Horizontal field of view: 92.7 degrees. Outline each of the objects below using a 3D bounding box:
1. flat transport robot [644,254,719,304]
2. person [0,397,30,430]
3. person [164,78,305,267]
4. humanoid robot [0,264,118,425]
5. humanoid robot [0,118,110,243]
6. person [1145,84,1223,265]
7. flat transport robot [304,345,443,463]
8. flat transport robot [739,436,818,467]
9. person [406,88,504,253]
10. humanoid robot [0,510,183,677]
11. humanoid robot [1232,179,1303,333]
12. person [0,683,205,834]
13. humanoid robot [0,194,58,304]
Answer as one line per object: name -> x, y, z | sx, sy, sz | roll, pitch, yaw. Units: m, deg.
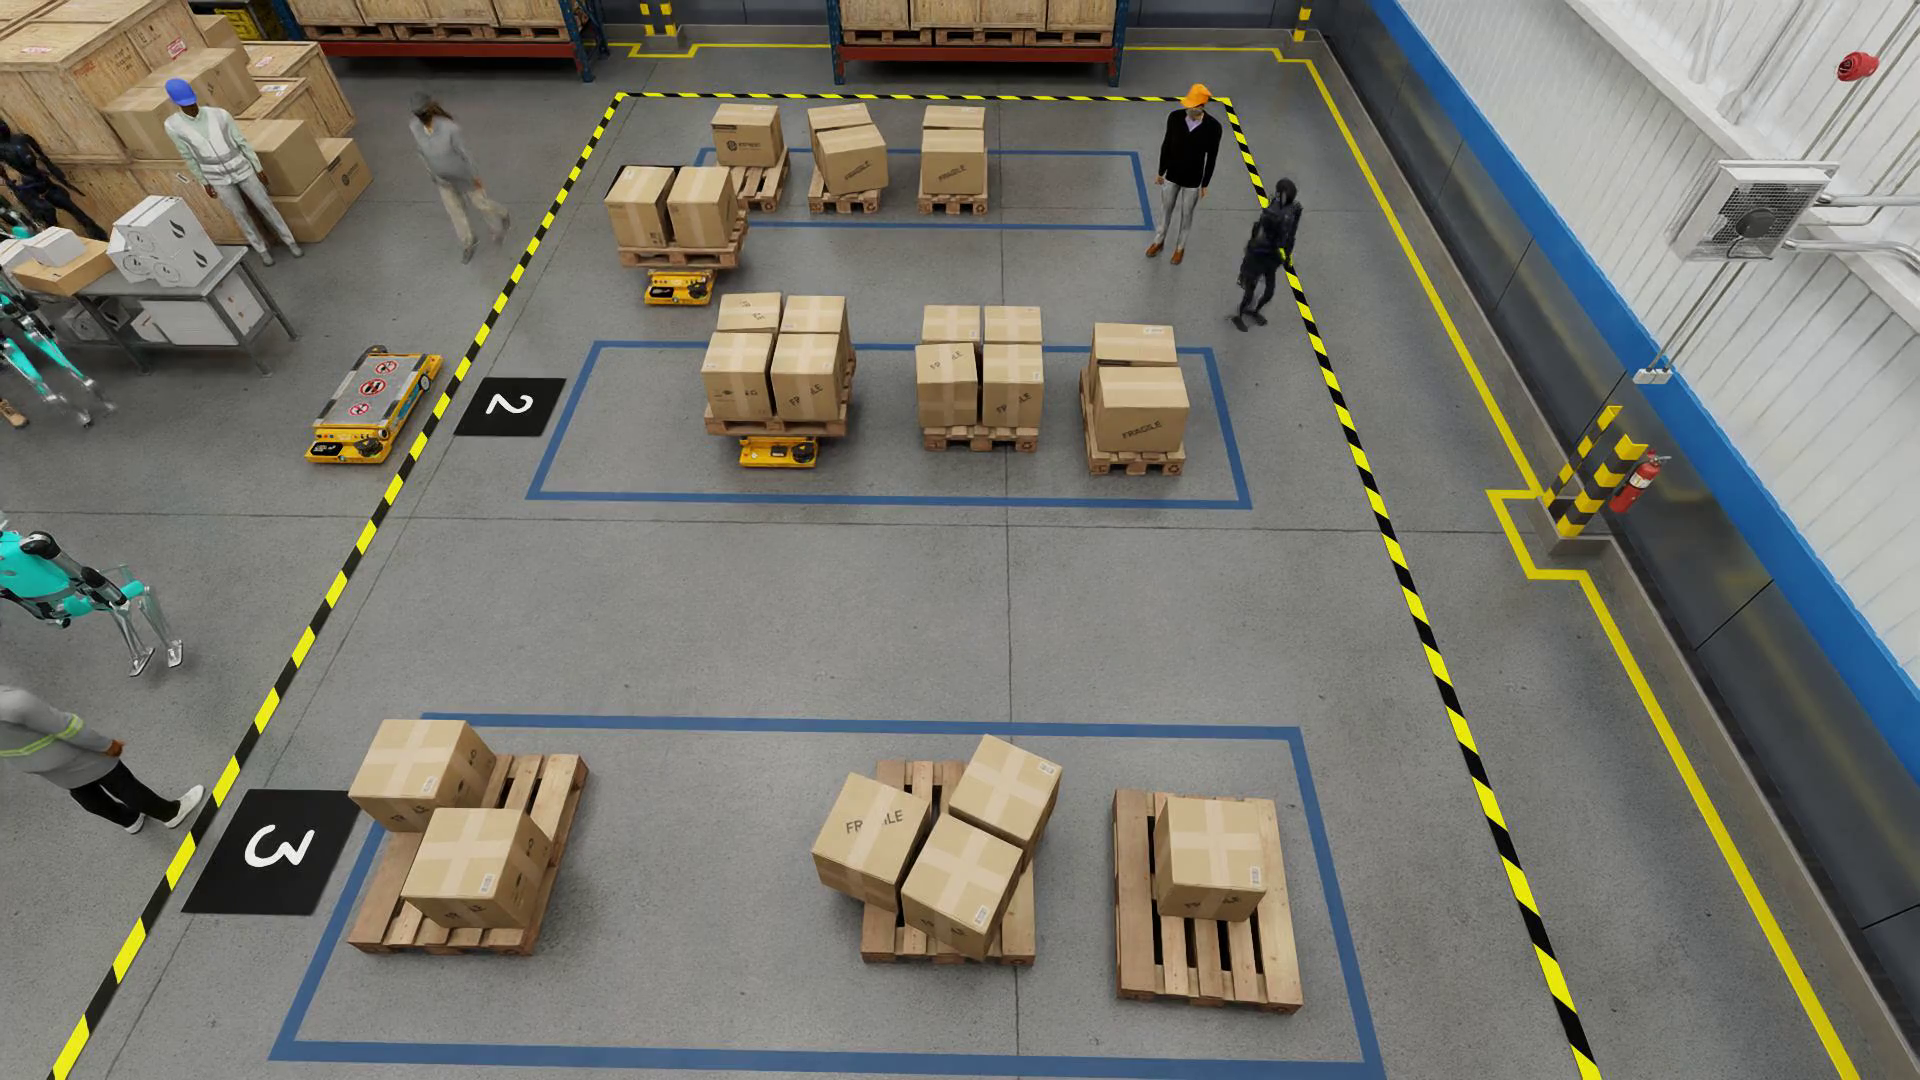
flat transport robot -> -2.940, -3.059, 9.937 | 0.652, 0.197, 1.431 | 1, 50, 1
person -> -8.751, -1.653, 7.615 | 0.398, 2.035, 0.598 | 27, 55, 21
person -> -7.532, -3.778, 9.472 | 0.602, 1.939, 0.412 | -30, 56, -23
humanoid robot -> -7.930, -1.657, 7.790 | 0.668, 1.767, 0.546 | 30, 56, 23
humanoid robot -> -9.442, -3.587, 9.492 | 0.693, 1.631, 0.590 | 5, 50, 4
person -> 2.316, -3.761, 9.495 | 0.586, 1.879, 0.392 | 26, 54, 20
flat transport robot -> -5.383, -1.269, 8.441 | 0.659, 0.231, 1.431 | 1, 50, 1
flat transport robot -> -1.582, -1.235, 8.394 | 0.652, 0.197, 1.431 | 1, 50, 1
person -> -5.333, -3.873, 9.660 | 0.572, 1.768, 0.399 | 5, 50, 4
humanoid robot -> -5.829, 0.262, 6.095 | 0.533, 1.677, 0.735 | -12, 51, -10
humanoid robot -> 2.901, -2.712, 8.754 | 0.596, 1.631, 0.473 | -21, 53, -17
person -> -5.242, 1.185, 5.329 | 0.587, 1.848, 0.397 | -3, 50, -3
humanoid robot -> -9.075, -2.981, 8.925 | 1.002, 1.732, 0.531 | -2, 50, -2
